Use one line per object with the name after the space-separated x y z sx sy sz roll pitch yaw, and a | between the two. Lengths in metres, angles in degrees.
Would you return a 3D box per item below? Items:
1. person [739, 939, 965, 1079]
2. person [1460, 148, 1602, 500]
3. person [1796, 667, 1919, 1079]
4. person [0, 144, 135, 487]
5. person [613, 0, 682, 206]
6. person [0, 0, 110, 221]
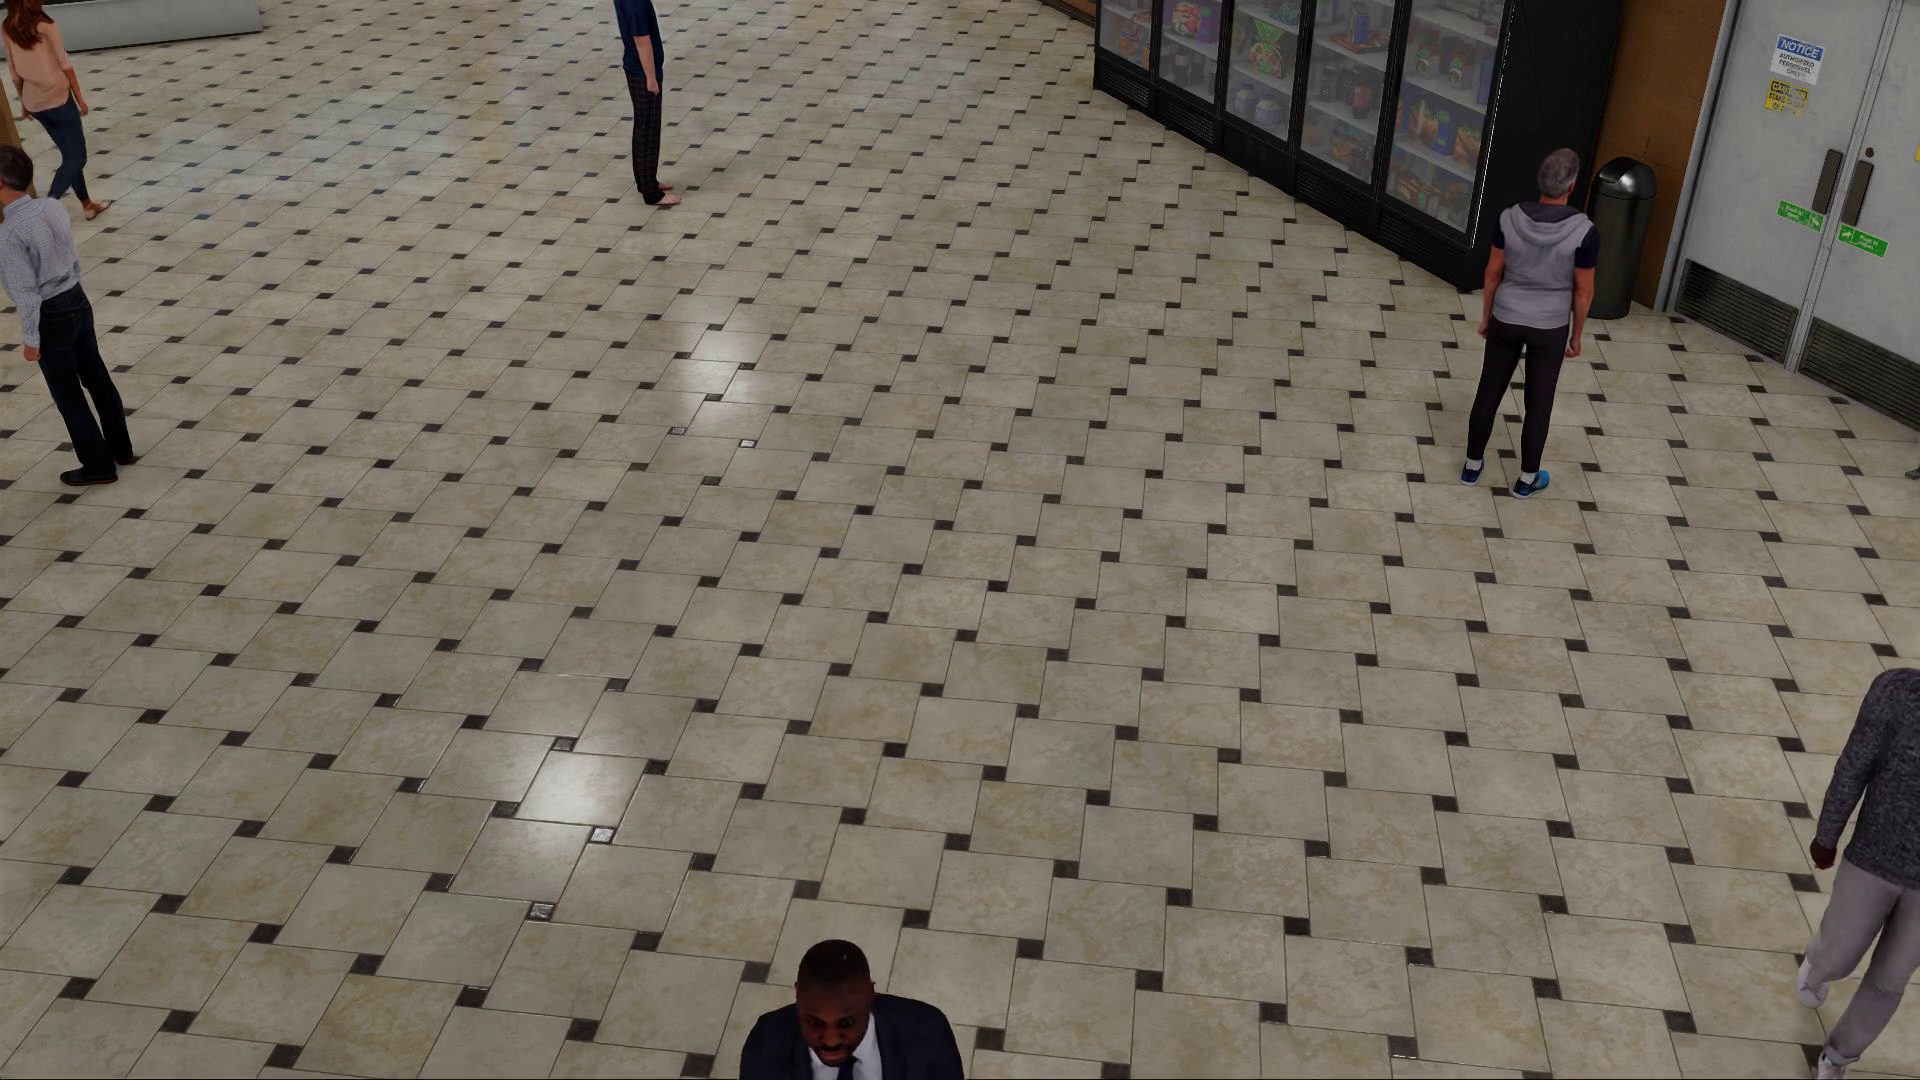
-0.245 1.603 4.109 1.096 1.804 0.988 -2 32 -3 | person
2.868 -1.075 8.389 0.772 1.830 0.778 18 36 26 | person
2.923 0.960 5.125 0.949 1.823 1.021 14 35 22 | person
-4.624 -1.142 8.507 0.749 1.820 0.738 4 32 6 | person
-2.301 -3.391 12.071 0.599 1.872 0.690 -9 33 -14 | person
-6.335 -2.980 11.512 1.023 1.766 0.996 5 32 8 | person
